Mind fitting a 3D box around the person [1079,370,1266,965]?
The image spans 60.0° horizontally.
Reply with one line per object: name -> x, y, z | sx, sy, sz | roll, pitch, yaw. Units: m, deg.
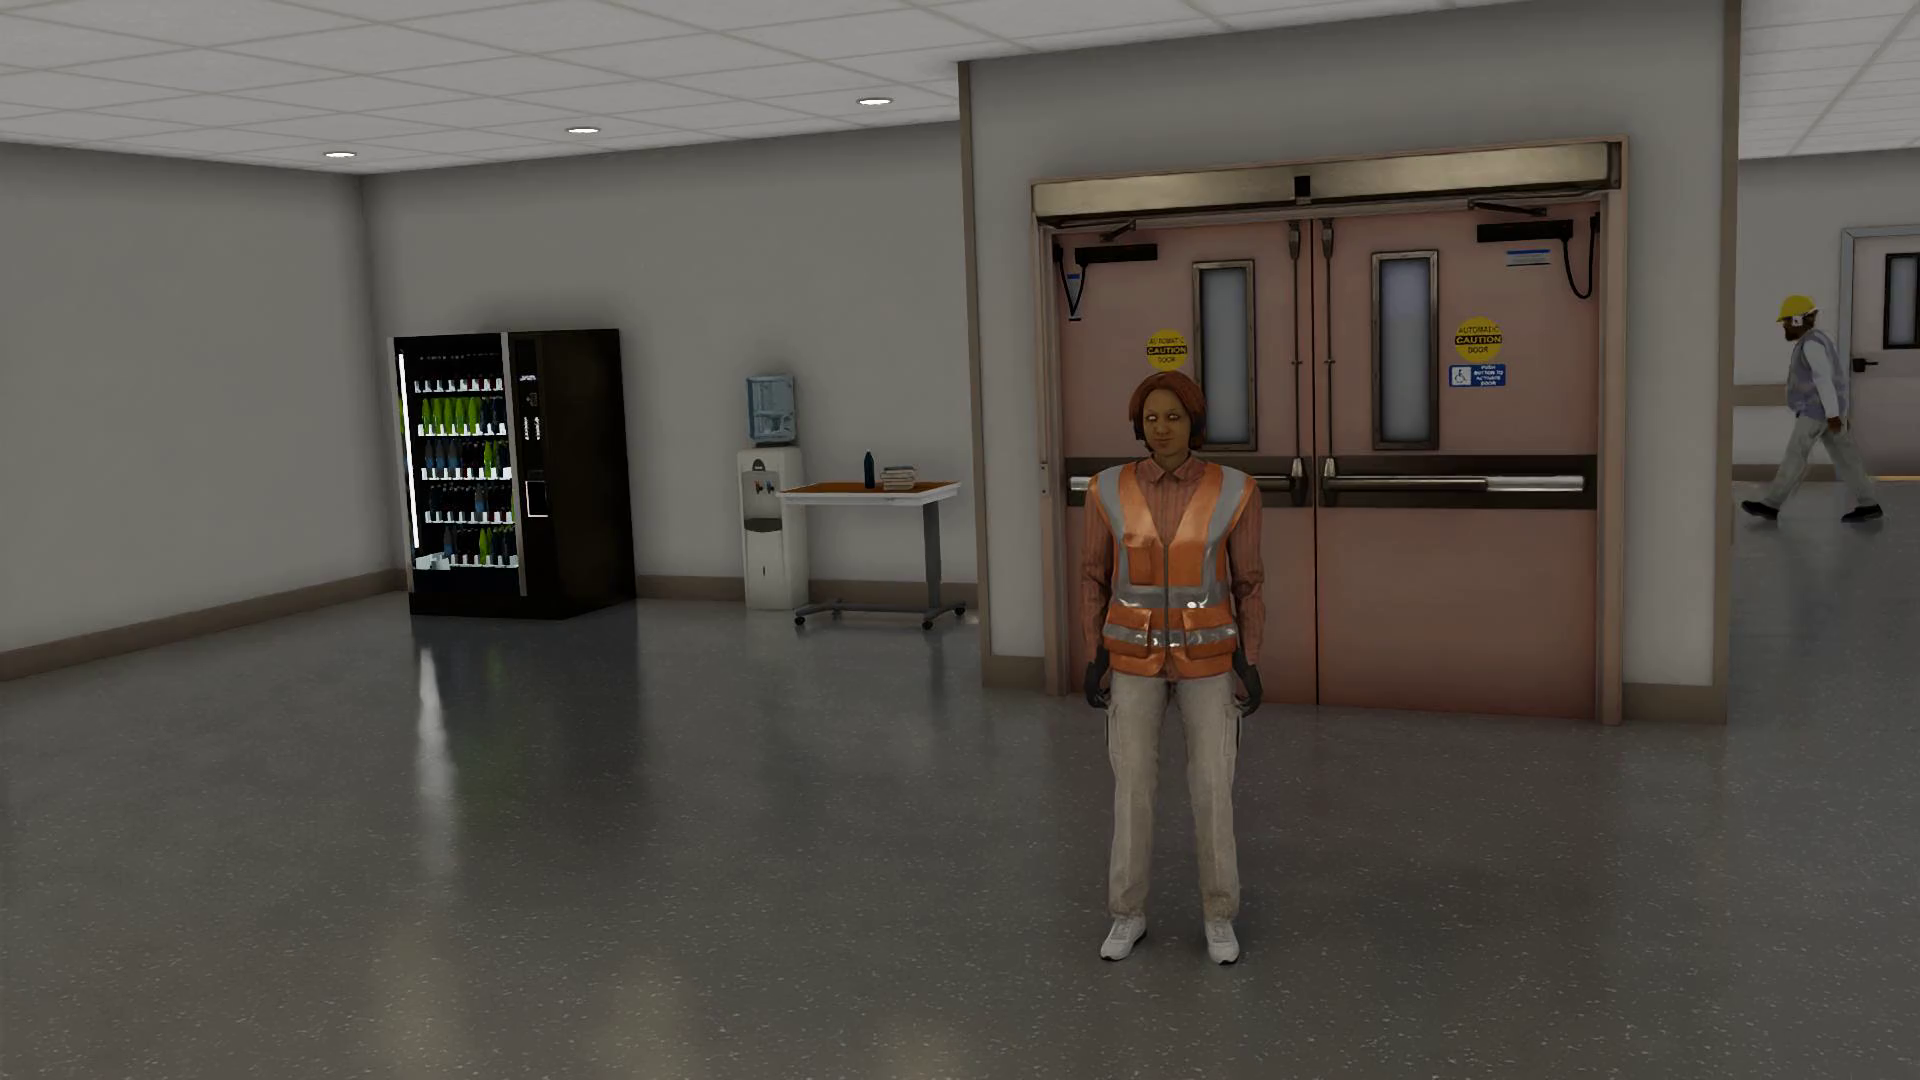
person -> 0.589, 0.353, 4.605 | 0.512, 1.642, 0.311 | -1, 8, 13

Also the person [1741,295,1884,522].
person -> 6.613, -1.007, 12.814 | 1.008, 1.749, 0.597 | 3, 9, 35
